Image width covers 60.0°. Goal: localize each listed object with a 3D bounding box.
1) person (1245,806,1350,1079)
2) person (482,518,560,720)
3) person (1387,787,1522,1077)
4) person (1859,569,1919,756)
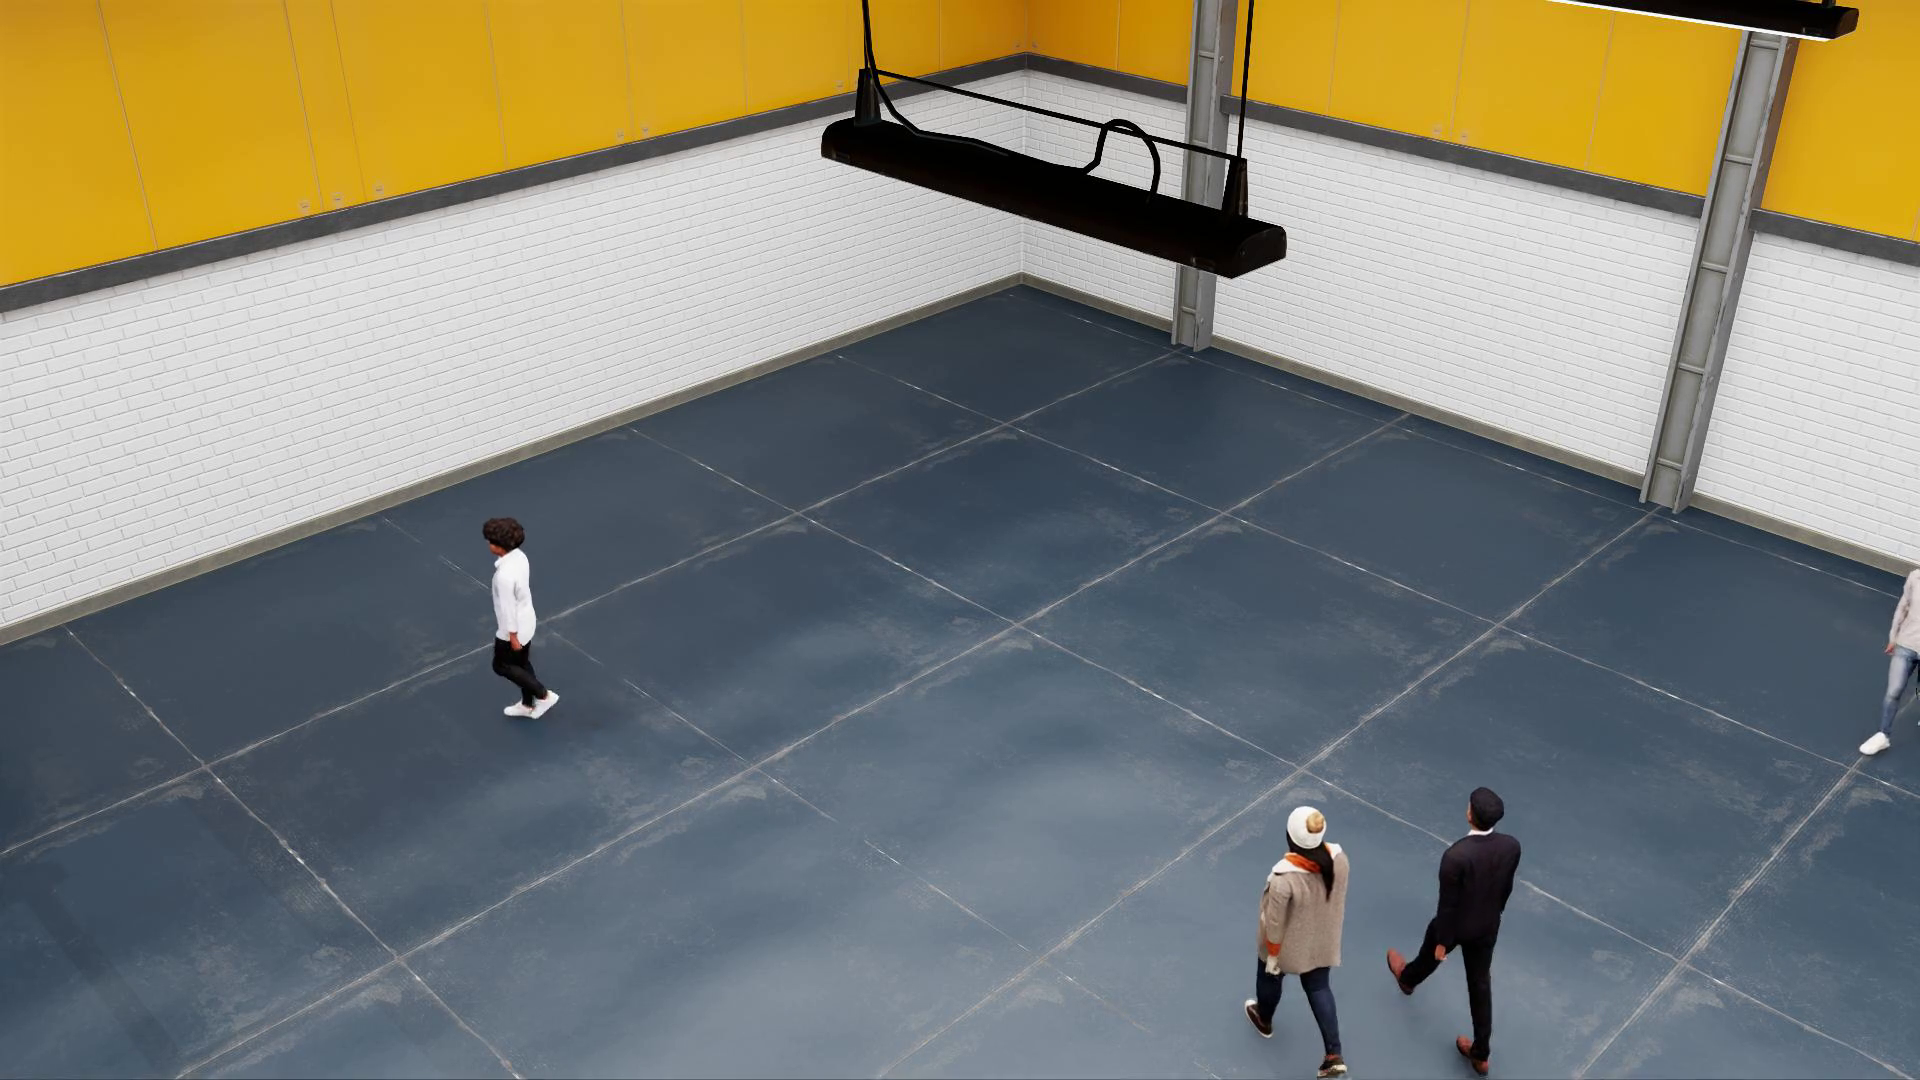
[{"bbox_3d":[2.048,2.358,9.764,1.008,1.864,1.224,-10,30,-17],"label":"person"},{"bbox_3d":[-3.403,0.636,12.989,0.878,1.799,0.818,2,29,4],"label":"person"},{"bbox_3d":[3.057,2.339,9.847,1.137,1.817,1.347,-8,30,-14],"label":"person"},{"bbox_3d":[7.382,0.804,12.643,0.823,1.835,1.008,-19,34,-31],"label":"person"}]
